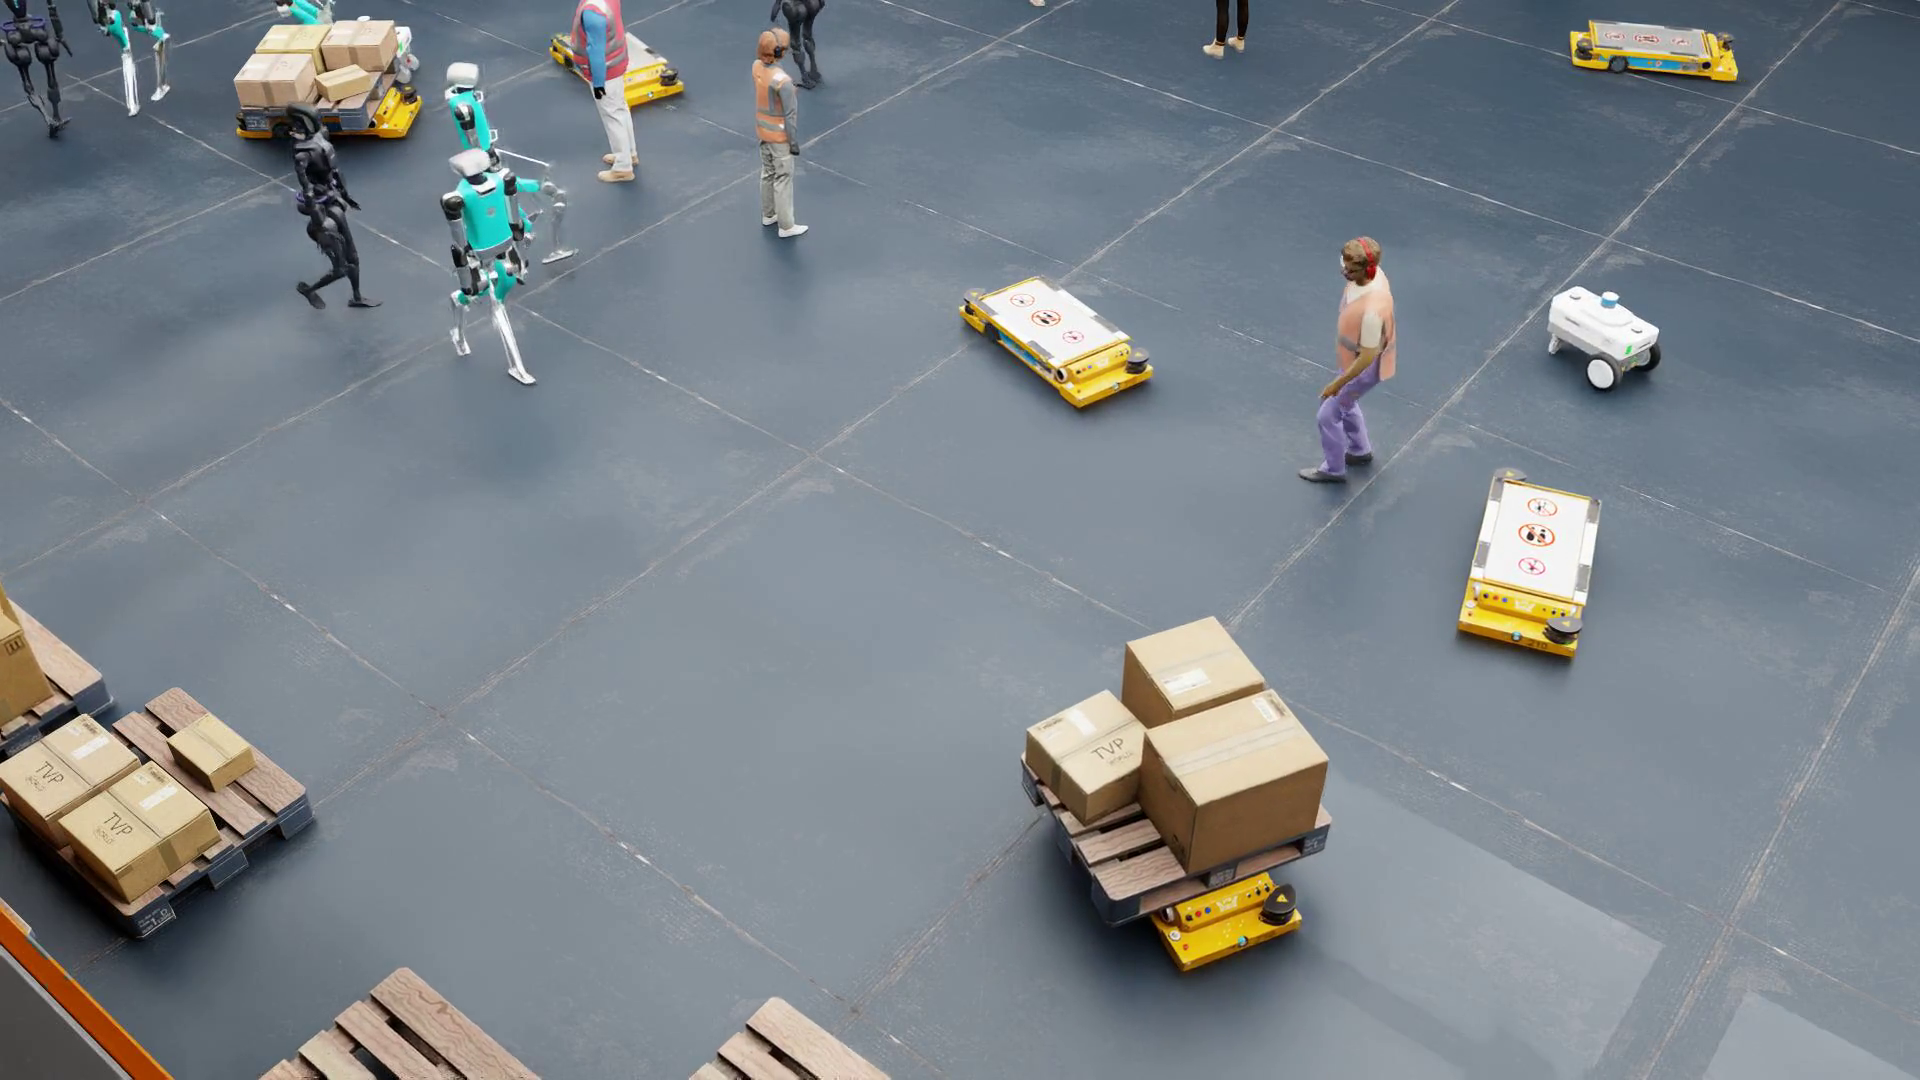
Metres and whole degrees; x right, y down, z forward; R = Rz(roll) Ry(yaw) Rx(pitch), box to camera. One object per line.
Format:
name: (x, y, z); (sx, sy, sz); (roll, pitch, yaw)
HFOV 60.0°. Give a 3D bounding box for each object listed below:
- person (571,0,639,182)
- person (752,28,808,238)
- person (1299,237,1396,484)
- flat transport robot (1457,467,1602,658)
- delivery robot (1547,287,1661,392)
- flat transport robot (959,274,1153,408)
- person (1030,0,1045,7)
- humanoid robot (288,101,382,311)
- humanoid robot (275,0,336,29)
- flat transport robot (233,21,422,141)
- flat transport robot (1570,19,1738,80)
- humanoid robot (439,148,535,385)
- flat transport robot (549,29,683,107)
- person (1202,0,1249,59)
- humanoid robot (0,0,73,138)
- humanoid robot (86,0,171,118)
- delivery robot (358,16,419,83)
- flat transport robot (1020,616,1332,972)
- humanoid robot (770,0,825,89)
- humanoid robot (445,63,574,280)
person: (-2.865, -3.775, 13.317); (0.432, 1.836, 0.628); (0, 40, 0)
person: (-1.391, -3.092, 12.663); (0.318, 1.628, 0.505); (-22, 45, -24)
person: (2.421, -1.049, 10.136); (0.523, 1.803, 0.602); (3, 40, 4)
flat transport robot: (3.427, 0.105, 9.954); (0.659, 0.231, 1.431); (14, 42, 16)
delivery robot: (4.474, -1.418, 11.541); (0.523, 0.614, 0.785); (-25, 46, -26)
flat transport robot: (0.662, -1.447, 11.780); (0.659, 0.231, 1.431); (-24, 46, -26)
person: (0.668, -6.197, 16.145); (0.583, 1.858, 0.706); (-18, 44, -20)
humanoid robot: (-4.545, -2.347, 11.764); (0.485, 1.646, 0.594); (2, 40, 2)
humanoid robot: (-5.803, -4.840, 14.673); (0.809, 1.809, 0.562); (-10, 41, -12)
flat transport robot: (-5.483, -3.722, 14.456); (1.431, 0.231, 0.659); (0, 40, 0)
flat transport robot: (6.425, -4.539, 15.417); (1.431, 0.231, 0.659); (9, 41, 10)
humanoid robot: (-3.303, -1.893, 11.189); (0.931, 1.791, 0.548); (32, 50, 32)
flat transport robot: (-3.160, -4.350, 15.195); (0.659, 0.231, 1.431); (-25, 46, -26)
person: (2.483, -5.234, 15.132); (0.529, 1.694, 0.321); (-20, 44, -22)
humanoid robot: (-7.810, -4.173, 13.926); (0.602, 1.649, 0.505); (-18, 44, -20)
humanoid robot: (-7.129, -4.573, 14.323); (0.564, 1.746, 0.854); (-2, 40, -3)
delivery robot: (-5.356, -4.446, 15.092); (0.802, 0.600, 0.499); (0, 40, 0)
flat transport robot: (1.056, 1.467, 8.352); (0.659, 0.231, 1.431); (-16, 43, -18)
humanoid robot: (-1.403, -4.786, 14.621); (0.340, 1.659, 0.585); (30, 49, 30)
humanoid robot: (-3.198, -2.646, 12.094); (1.028, 1.763, 0.538); (-10, 41, -11)
